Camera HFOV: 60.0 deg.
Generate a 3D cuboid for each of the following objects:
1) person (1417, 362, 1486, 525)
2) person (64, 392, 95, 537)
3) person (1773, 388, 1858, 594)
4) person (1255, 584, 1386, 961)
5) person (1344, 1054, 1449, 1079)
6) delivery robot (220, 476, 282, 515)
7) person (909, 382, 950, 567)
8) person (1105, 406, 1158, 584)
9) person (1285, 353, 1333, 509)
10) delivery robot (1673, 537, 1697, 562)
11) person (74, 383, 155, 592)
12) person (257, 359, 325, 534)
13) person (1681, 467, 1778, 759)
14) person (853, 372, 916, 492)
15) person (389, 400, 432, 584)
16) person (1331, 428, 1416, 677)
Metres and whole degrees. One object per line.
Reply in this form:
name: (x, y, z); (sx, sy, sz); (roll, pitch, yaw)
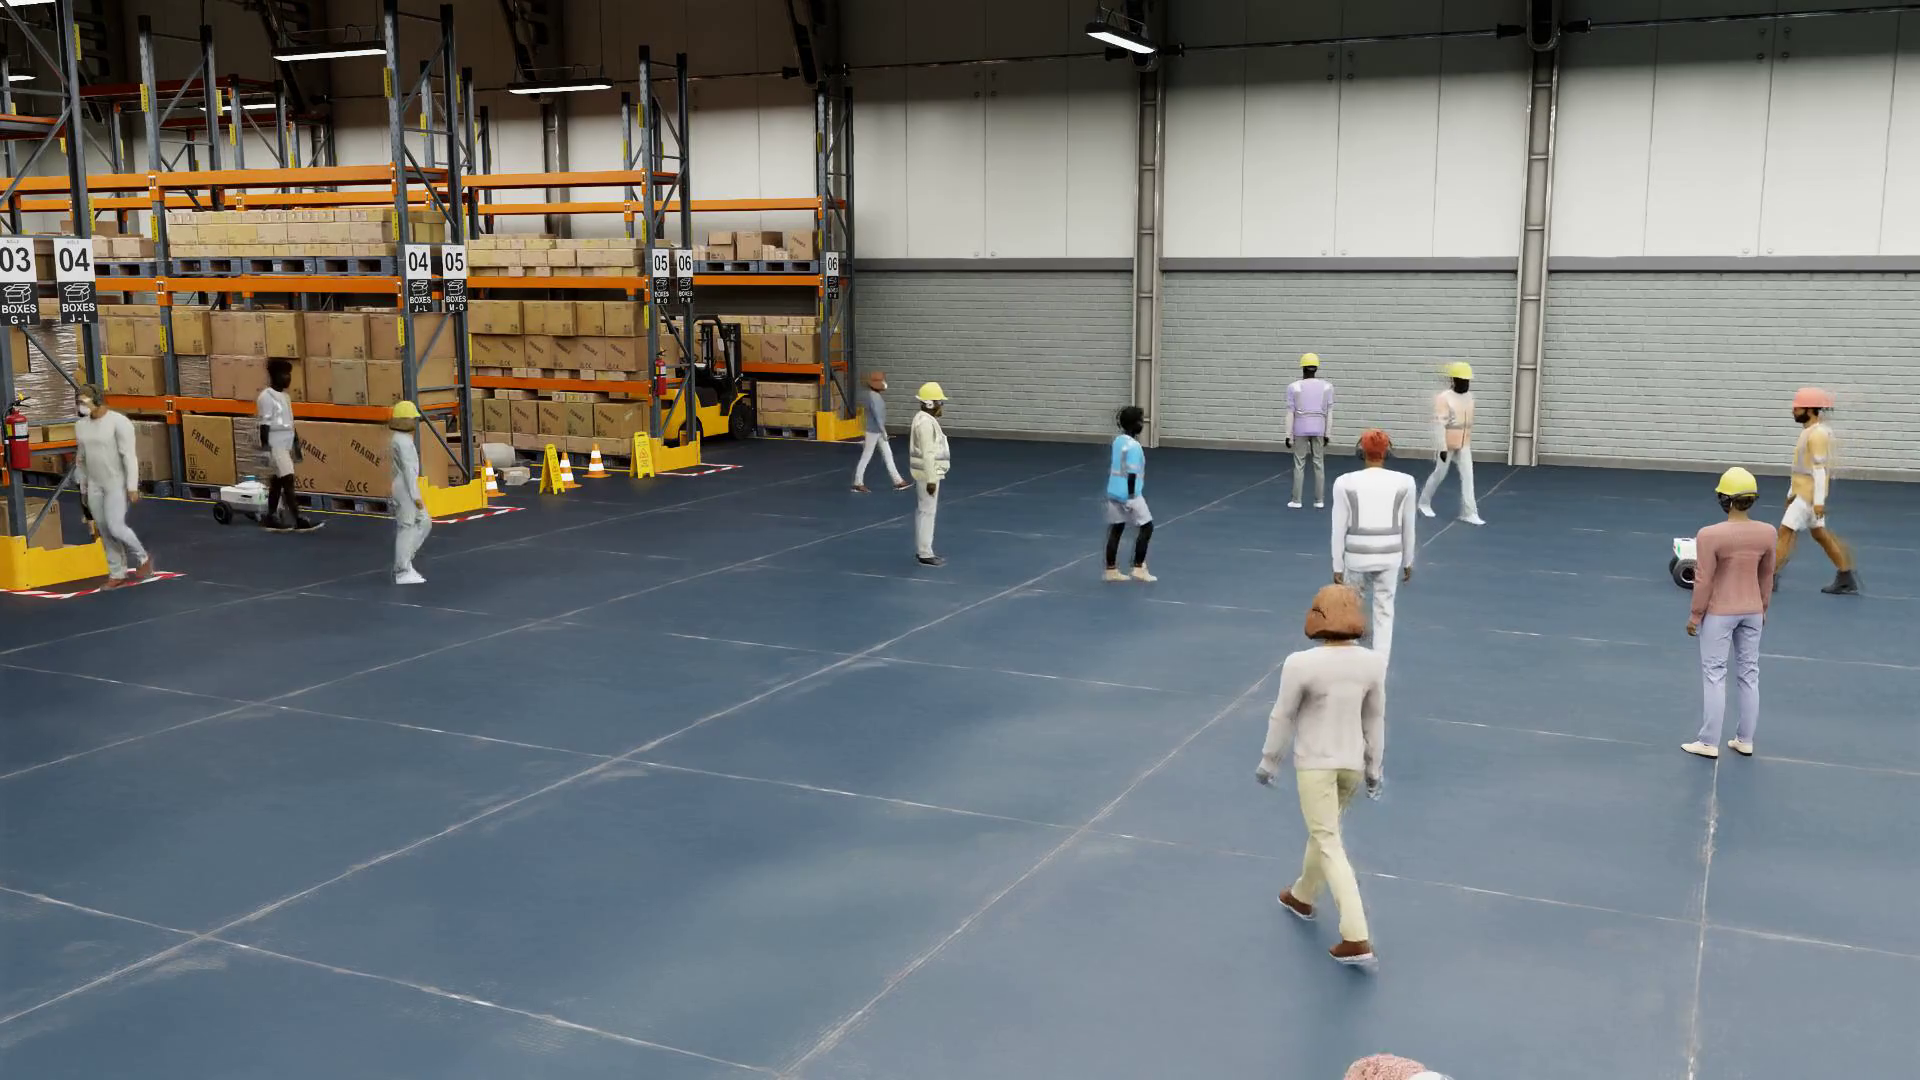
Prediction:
person: (5.772, -1.150, 19.496); (0.602, 1.882, 1.015); (-4, 10, -25)
person: (-9.760, -0.890, 18.598); (0.537, 1.652, 0.791); (-7, 12, -37)
person: (7.703, -0.435, 15.073); (1.007, 1.889, 0.564); (4, 10, 22)
person: (1.609, 0.986, 7.241); (0.511, 1.593, 0.841); (-4, 10, -23)
person: (0.663, 1.644, 2.415); (0.644, 1.855, 1.035); (-5, 11, -28)
delivery robot: (-8.210, -0.503, 19.254); (0.707, 0.478, 0.477); (5, 10, 26)
person: (-0.299, -0.652, 16.551); (0.404, 1.828, 0.598); (-1, 9, -6)
person: (1.628, -0.418, 15.592); (0.585, 1.677, 0.540); (-3, 10, -19)
person: (4.284, -1.340, 20.488); (0.589, 1.921, 0.379); (0, 9, -3)
delivery robot: (7.015, 0.119, 15.440); (0.707, 0.478, 0.477); (3, 10, 18)
person: (-7.808, -0.479, 15.250); (0.658, 1.911, 0.455); (3, 10, 16)
person: (-7.463, -1.042, 18.580); (0.774, 1.941, 0.638); (0, 9, -3)
person: (4.641, 0.442, 10.033); (0.525, 1.772, 0.305); (-2, 9, -11)
person: (-1.028, -1.409, 21.929); (0.846, 1.593, 0.506); (2, 9, 10)
person: (-5.150, -0.440, 15.557); (0.404, 1.726, 0.493); (-3, 10, -18)
person: (2.856, 0.149, 11.563); (0.583, 1.858, 0.745); (1, 9, 7)
